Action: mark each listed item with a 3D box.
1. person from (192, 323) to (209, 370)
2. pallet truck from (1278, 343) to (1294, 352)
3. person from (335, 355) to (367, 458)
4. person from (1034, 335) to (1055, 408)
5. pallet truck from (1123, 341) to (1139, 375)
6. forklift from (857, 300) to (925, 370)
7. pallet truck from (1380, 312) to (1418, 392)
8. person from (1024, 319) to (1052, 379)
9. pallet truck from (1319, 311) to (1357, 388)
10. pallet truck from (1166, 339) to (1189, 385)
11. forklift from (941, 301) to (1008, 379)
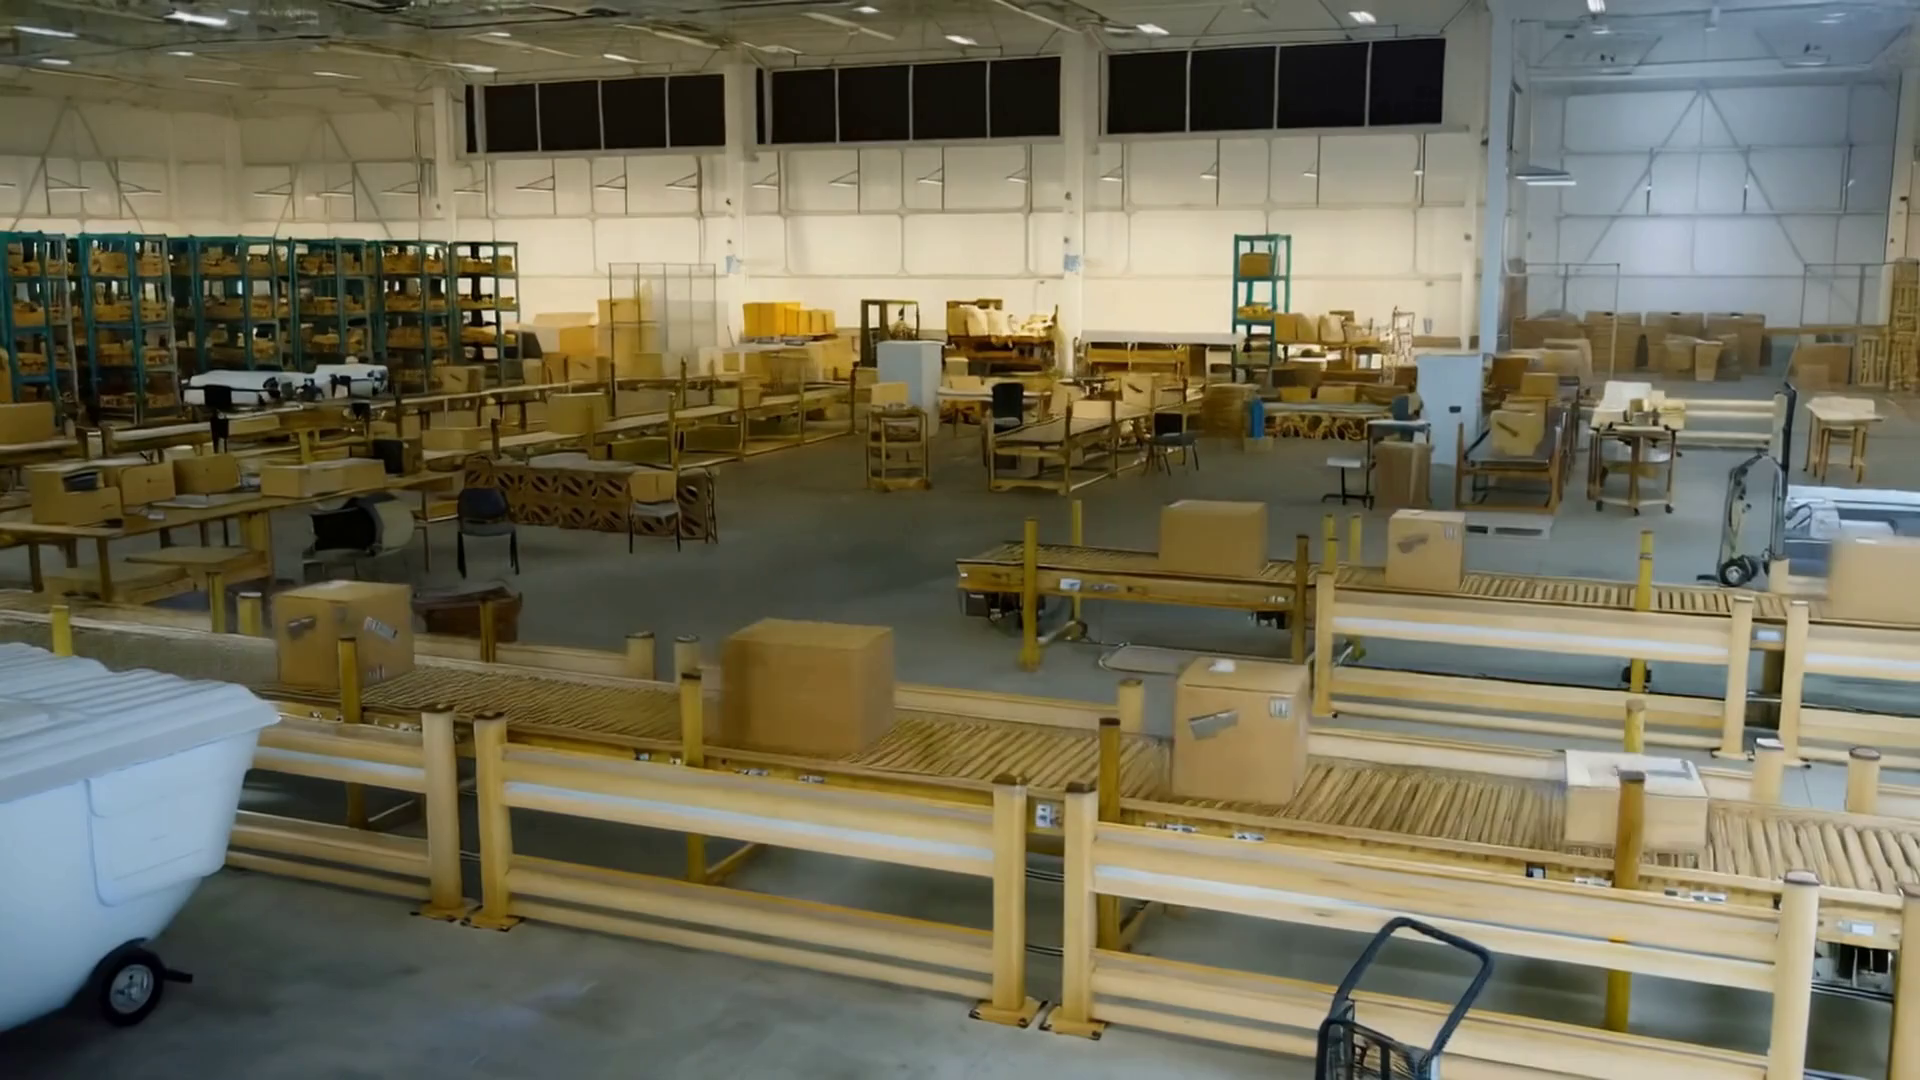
[{"bbox_3d":[-17.862,-4.328,39.086,0.567,1.849,0.389,-3,10,-20],"label":"person"},{"bbox_3d":[7.886,-4.163,39.743,0.653,1.274,1.630,4,10,22],"label":"pallet truck"},{"bbox_3d":[-8.601,-1.721,23.536,0.525,1.772,0.309,3,10,20],"label":"person"},{"bbox_3d":[1.880,-3.691,35.124,0.759,1.890,0.657,-2,10,-10],"label":"person"},{"bbox_3d":[4.445,-4.380,41.279,0.680,1.201,1.601,4,10,22],"label":"pallet truck"},{"bbox_3d":[-1.732,-5.109,42.468,1.157,1.987,2.680,4,10,22],"label":"forklift"},{"bbox_3d":[10.207,-4.283,38.369,0.823,1.965,1.885,3,10,20],"label":"pallet truck"},{"bbox_3d":[1.419,-3.167,31.504,0.617,2.032,0.462,8,12,38],"label":"person"},{"bbox_3d":[9.071,-4.419,39.190,0.823,1.965,1.885,5,10,26],"label":"pallet truck"},{"bbox_3d":[5.418,-4.269,40.420,0.704,1.261,1.522,3,10,20],"label":"pallet truck"},{"bbox_3d":[0.365,-4.966,41.571,1.157,1.987,2.680,3,10,20],"label":"forklift"}]
